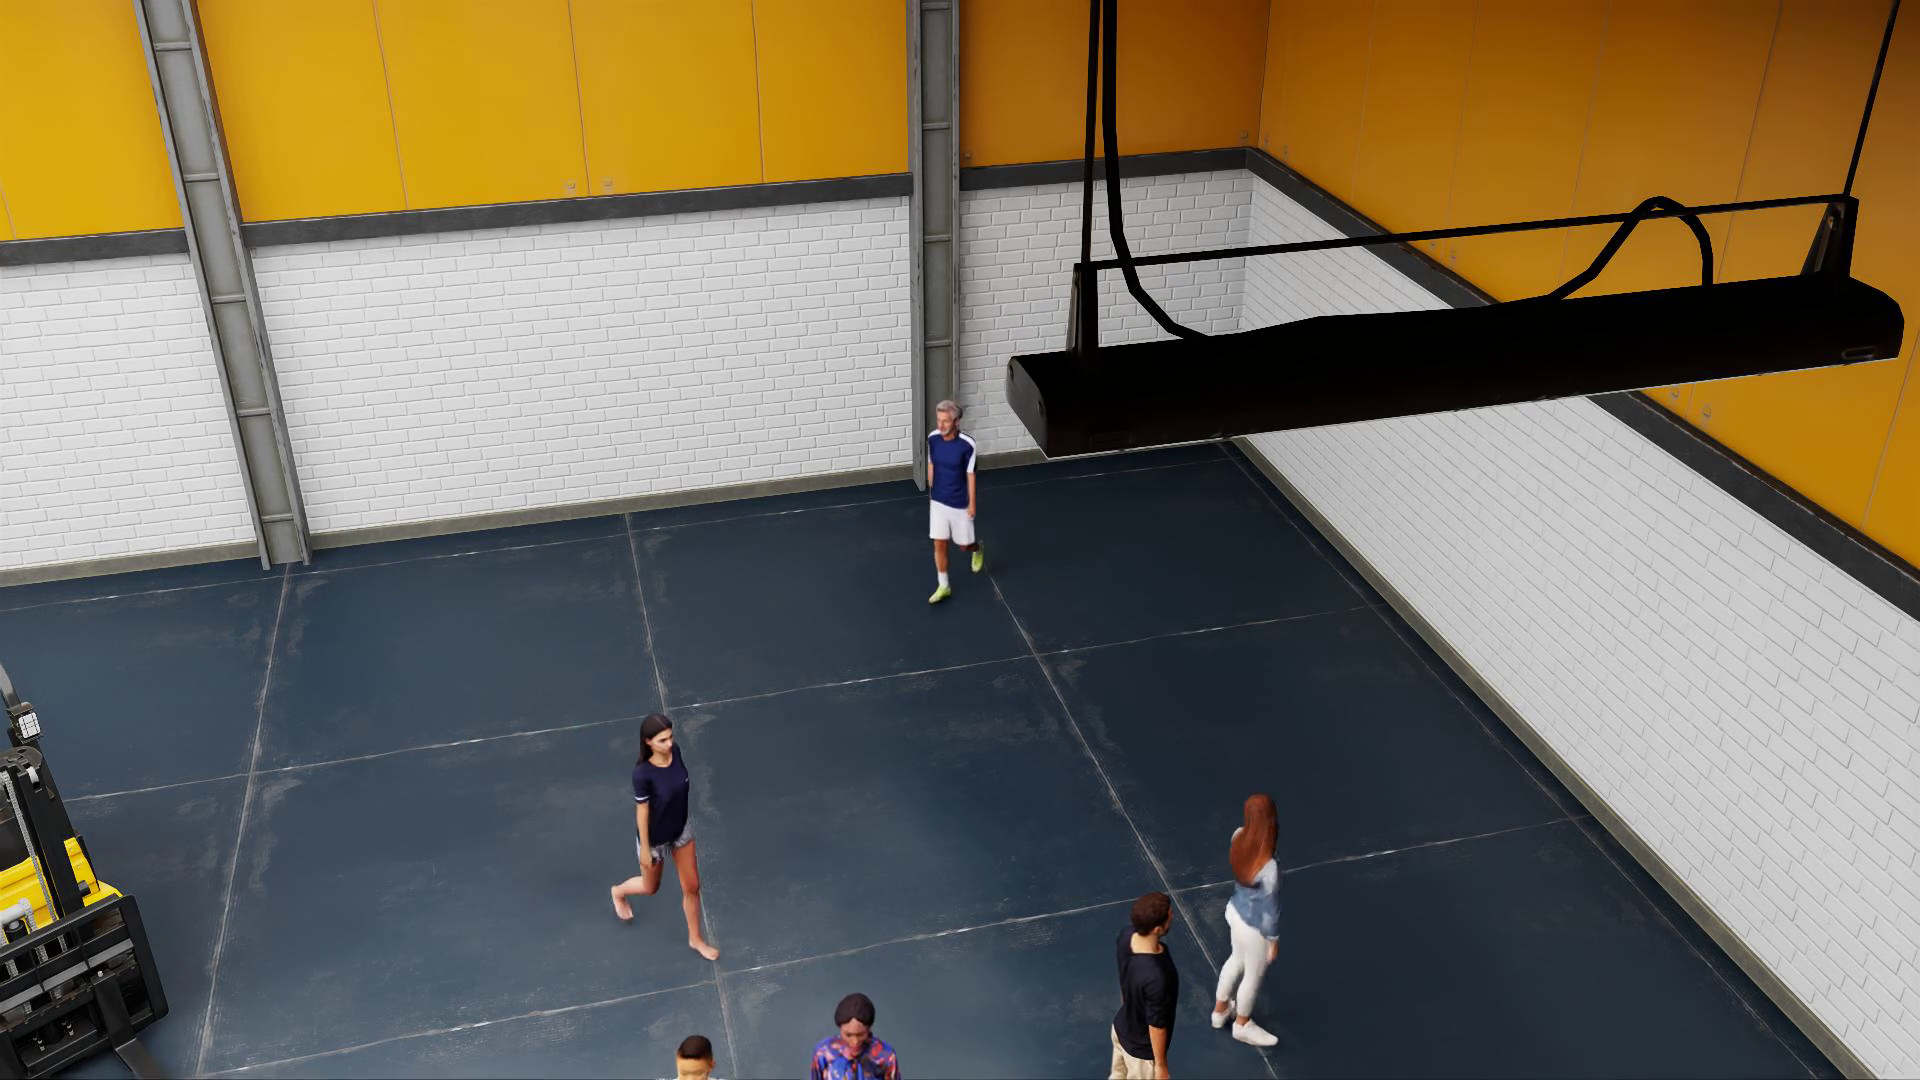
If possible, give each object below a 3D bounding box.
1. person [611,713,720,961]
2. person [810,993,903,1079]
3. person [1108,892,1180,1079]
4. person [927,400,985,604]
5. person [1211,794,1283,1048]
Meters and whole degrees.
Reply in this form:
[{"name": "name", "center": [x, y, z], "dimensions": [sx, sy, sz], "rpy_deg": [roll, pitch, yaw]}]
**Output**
[{"name": "person", "center": [-1.876, 1.772, 10.172], "dimensions": [1.052, 1.738, 1.045], "rpy_deg": [19, 34, 31]}, {"name": "person", "center": [-0.535, 2.871, 8.172], "dimensions": [0.964, 1.722, 0.823], "rpy_deg": [0, 29, -1]}, {"name": "person", "center": [0.927, 2.569, 8.590], "dimensions": [0.541, 1.852, 0.630], "rpy_deg": [-8, 30, -14]}, {"name": "person", "center": [-0.021, -0.360, 13.990], "dimensions": [1.019, 1.824, 1.064], "rpy_deg": [15, 32, 25]}, {"name": "person", "center": [1.659, 2.181, 9.472], "dimensions": [0.553, 1.690, 0.650], "rpy_deg": [-2, 29, -4]}]
